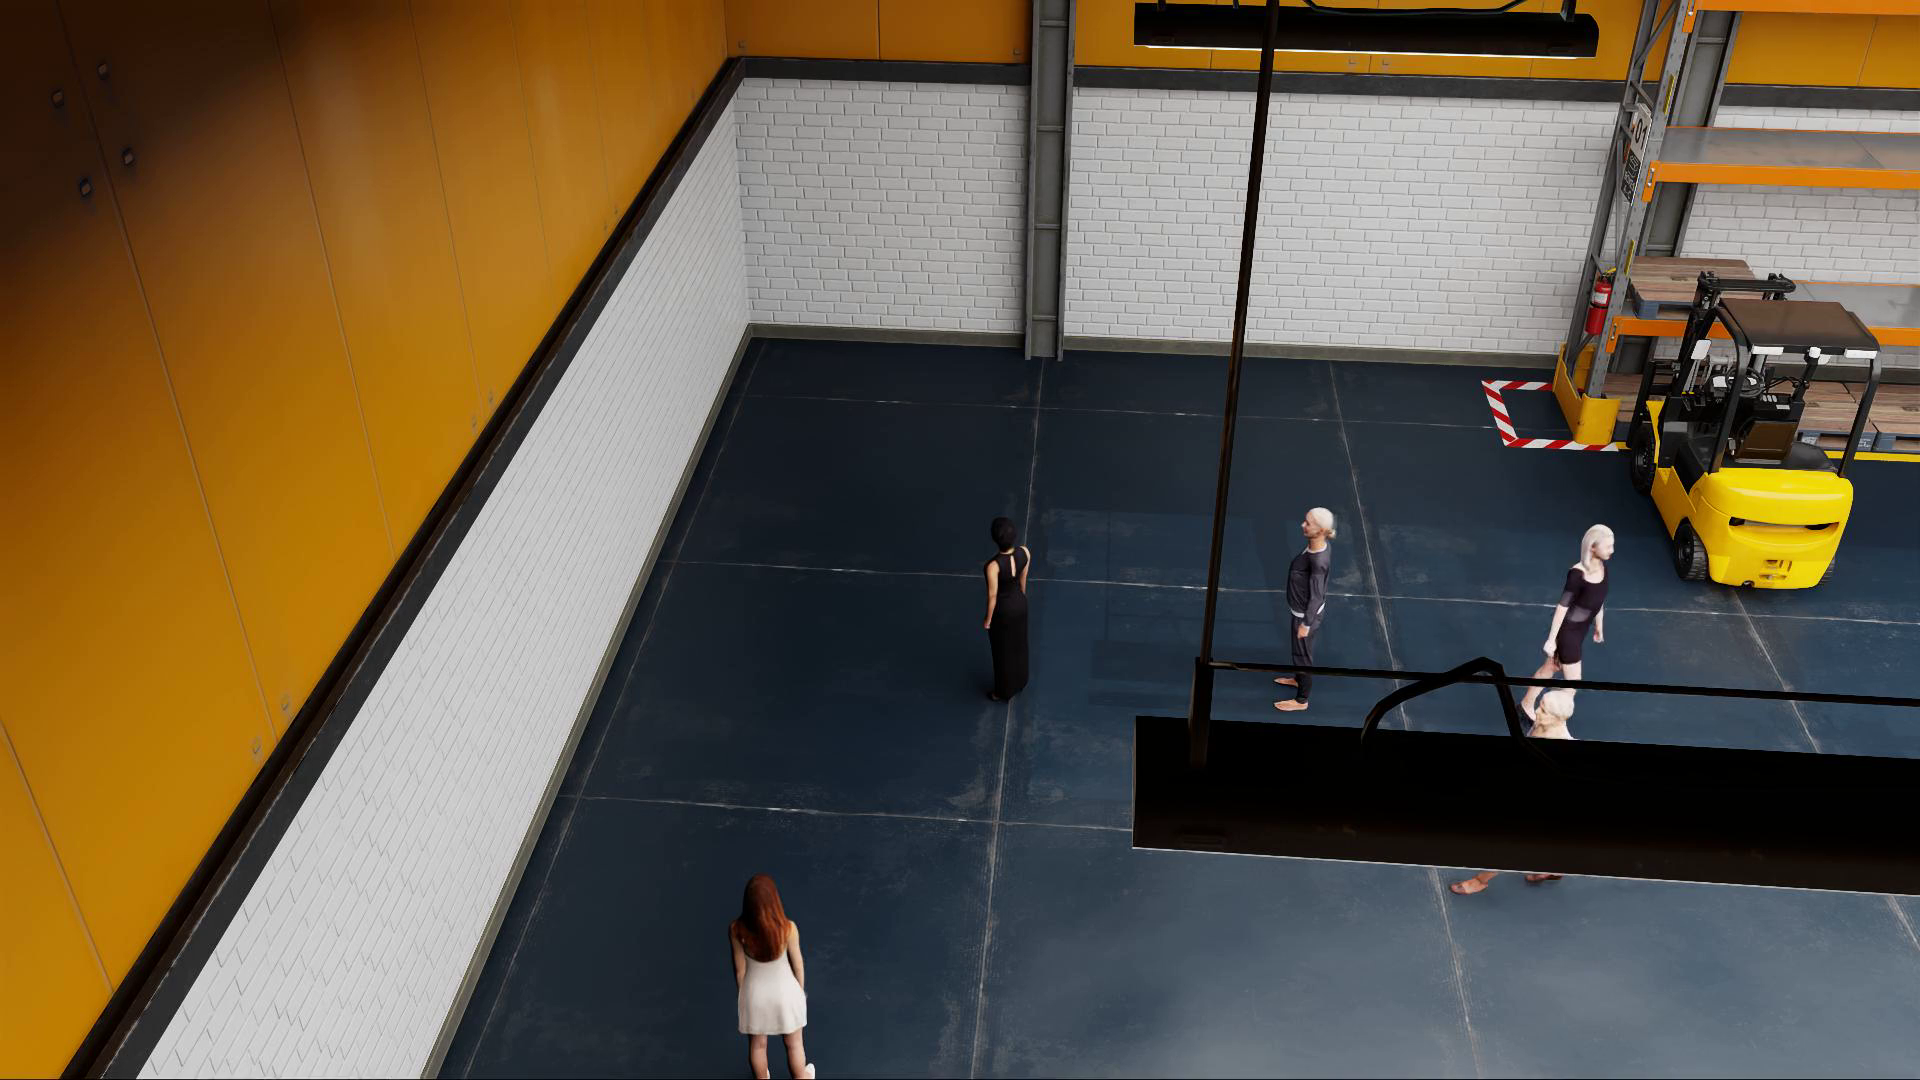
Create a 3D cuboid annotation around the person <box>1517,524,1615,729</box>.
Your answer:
[{"bbox_3d":[4.345,0.642,12.069,0.888,1.811,0.956,-29,43,-36],"label":"person"}]

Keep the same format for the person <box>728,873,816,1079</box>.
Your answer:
[{"bbox_3d":[-1.066,2.527,9.323,0.474,1.711,0.616,2,34,2],"label":"person"}]

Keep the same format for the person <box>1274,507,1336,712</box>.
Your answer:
[{"bbox_3d":[2.585,0.493,12.370,0.534,1.726,0.629,6,34,9],"label":"person"}]

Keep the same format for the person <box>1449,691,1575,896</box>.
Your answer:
[{"bbox_3d":[3.786,1.651,10.700,1.056,1.648,0.671,-1,34,-2],"label":"person"}]

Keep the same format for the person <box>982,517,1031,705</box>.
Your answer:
[{"bbox_3d":[0.355,0.531,12.427,0.658,1.601,0.705,-28,43,-36],"label":"person"}]
